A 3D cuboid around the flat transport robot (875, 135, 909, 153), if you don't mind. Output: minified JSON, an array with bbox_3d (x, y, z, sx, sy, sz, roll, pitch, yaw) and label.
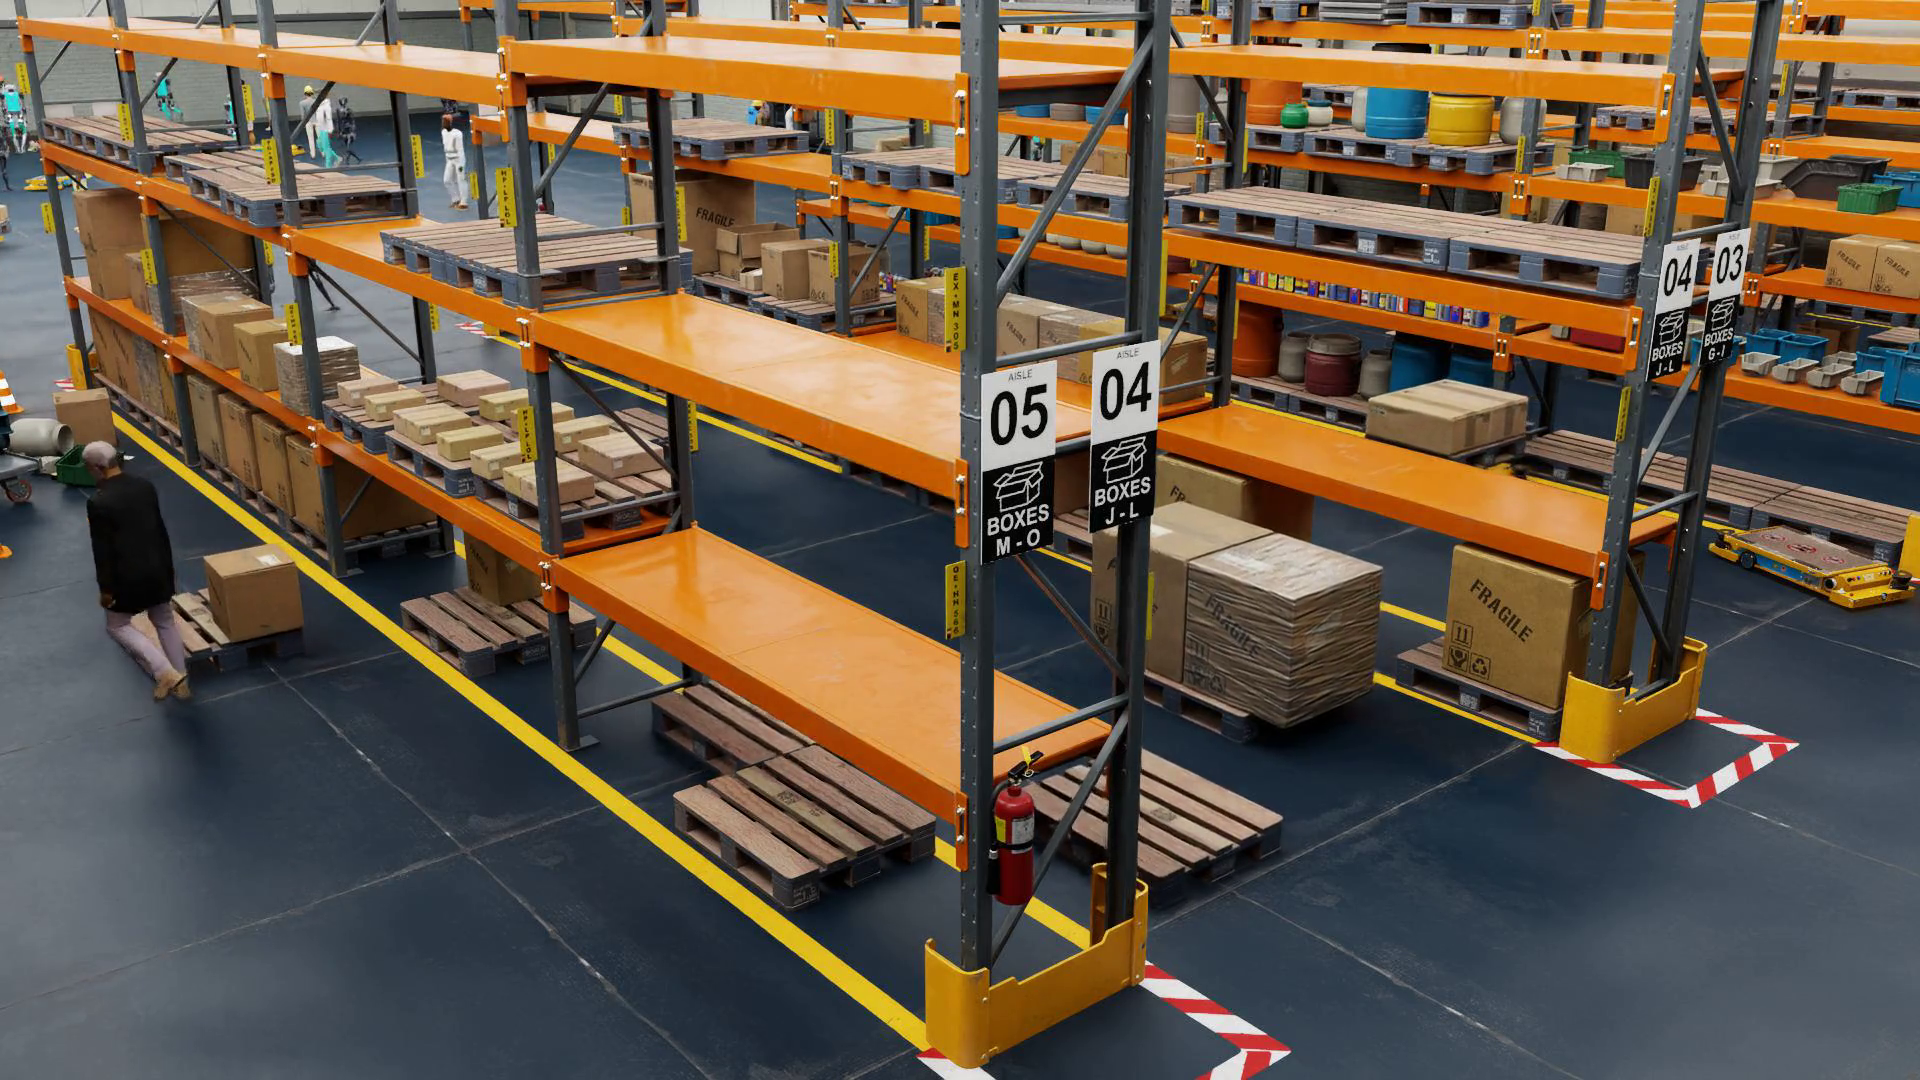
[{"bbox_3d":[-1.375,-8.189,37.242,0.659,0.231,1.431,-8,21,-22],"label":"flat transport robot"}]

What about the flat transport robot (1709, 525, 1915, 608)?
[{"bbox_3d":[6.832,0.193,13.386,0.659,0.231,1.431,-8,21,-21],"label":"flat transport robot"}]

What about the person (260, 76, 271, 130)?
[{"bbox_3d":[-19.775,-12.689,47.645,0.401,1.870,0.495,11,22,29],"label":"person"}]

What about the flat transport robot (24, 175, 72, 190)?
[{"bbox_3d":[-19.621,-7.752,35.999,0.659,0.231,1.431,-2,19,-5],"label":"flat transport robot"}]

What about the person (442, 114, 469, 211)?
[{"bbox_3d":[-9.884,-7.371,32.508,0.594,1.863,0.481,12,23,31],"label":"person"}]

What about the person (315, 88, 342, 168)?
[{"bbox_3d":[-14.612,-9.437,38.325,0.509,1.905,0.508,-17,25,-40],"label":"person"}]

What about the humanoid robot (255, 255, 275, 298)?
[{"bbox_3d":[-8.932,-3.175,20.865,0.717,1.861,0.555,4,20,11],"label":"humanoid robot"}]

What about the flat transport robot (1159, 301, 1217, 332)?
[{"bbox_3d":[3.406,-3.025,22.546,0.659,0.231,1.431,-14,24,-34],"label":"flat transport robot"}]

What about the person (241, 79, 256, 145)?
[{"bbox_3d":[-17.962,-10.660,41.885,0.418,1.848,0.791,-7,21,-20],"label":"person"}]

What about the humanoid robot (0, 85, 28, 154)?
[{"bbox_3d":[-23.714,-10.554,41.780,0.548,1.742,0.924,-10,22,-26],"label":"humanoid robot"}]

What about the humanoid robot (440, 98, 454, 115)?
[{"bbox_3d":[-13.383,-11.082,43.346,0.330,1.648,0.612,-9,21,-24],"label":"humanoid robot"}]

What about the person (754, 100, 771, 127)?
[{"bbox_3d":[-4.448,-9.096,37.583,0.413,1.756,0.529,4,20,12],"label":"person"}]

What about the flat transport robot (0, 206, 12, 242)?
[{"bbox_3d":[-17.004,-5.081,28.397,0.659,0.231,1.431,-2,19,-6],"label":"flat transport robot"}]

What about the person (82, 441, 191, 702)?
[{"bbox_3d":[-5.392,0.234,10.905,0.462,1.833,0.619,7,20,18],"label":"person"}]

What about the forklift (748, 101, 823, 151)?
[{"bbox_3d":[-4.526,-11.368,42.374,1.129,2.768,1.873,-15,24,-37],"label":"forklift"}]

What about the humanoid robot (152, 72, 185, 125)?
[{"bbox_3d":[-21.997,-12.179,46.444,0.530,1.779,1.003,5,20,14],"label":"humanoid robot"}]

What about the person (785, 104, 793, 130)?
[{"bbox_3d":[-3.640,-8.779,36.479,0.365,1.893,0.558,4,20,10],"label":"person"}]

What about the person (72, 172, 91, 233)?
[{"bbox_3d":[-15.874,-6.490,29.962,0.400,1.893,0.520,-13,23,-33],"label":"person"}]

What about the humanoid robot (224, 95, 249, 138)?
[{"bbox_3d":[-16.869,-9.465,38.669,0.940,1.762,0.545,14,24,35],"label":"humanoid robot"}]

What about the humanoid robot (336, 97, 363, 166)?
[{"bbox_3d":[-14.480,-9.684,39.436,0.593,1.632,0.751,8,21,22],"label":"humanoid robot"}]

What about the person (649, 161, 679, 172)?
[{"bbox_3d":[-4.969,-5.936,28.277,0.602,1.962,0.368,10,22,27],"label":"person"}]

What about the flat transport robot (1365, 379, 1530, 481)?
[{"bbox_3d":[4.650,-0.702,15.933,0.659,0.231,1.431,-15,24,-37],"label":"flat transport robot"}]

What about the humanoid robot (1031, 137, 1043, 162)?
[{"bbox_3d":[1.420,-7.819,33.972,0.740,1.788,0.530,-2,19,-6],"label":"humanoid robot"}]

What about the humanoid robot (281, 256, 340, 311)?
[{"bbox_3d":[-9.180,-3.997,23.259,0.773,1.626,0.609,-8,21,-21],"label":"humanoid robot"}]

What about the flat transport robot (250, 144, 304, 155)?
[{"bbox_3d":[-17.352,-9.815,41.869,1.431,0.231,0.659,2,19,7],"label":"flat transport robot"}]

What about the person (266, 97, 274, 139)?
[{"bbox_3d":[-18.512,-11.610,44.816,0.318,1.698,0.538,-10,22,-25],"label":"person"}]

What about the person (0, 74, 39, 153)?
[{"bbox_3d":[-23.998,-10.785,42.038,0.996,2.004,0.615,-12,23,-31],"label":"person"}]

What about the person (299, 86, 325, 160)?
[{"bbox_3d":[-15.863,-10.216,40.750,0.524,1.768,0.326,-11,22,-28],"label":"person"}]

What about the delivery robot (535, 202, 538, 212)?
[{"bbox_3d":[-8.542,-6.540,32.108,0.790,0.589,0.499,-4,20,-12],"label":"delivery robot"}]

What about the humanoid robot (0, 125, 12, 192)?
[{"bbox_3d":[-20.361,-8.199,35.141,0.589,1.655,0.382,3,20,8],"label":"humanoid robot"}]

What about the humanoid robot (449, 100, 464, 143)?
[{"bbox_3d":[-13.392,-11.332,44.076,0.337,1.658,0.602,-14,24,-34],"label":"humanoid robot"}]
